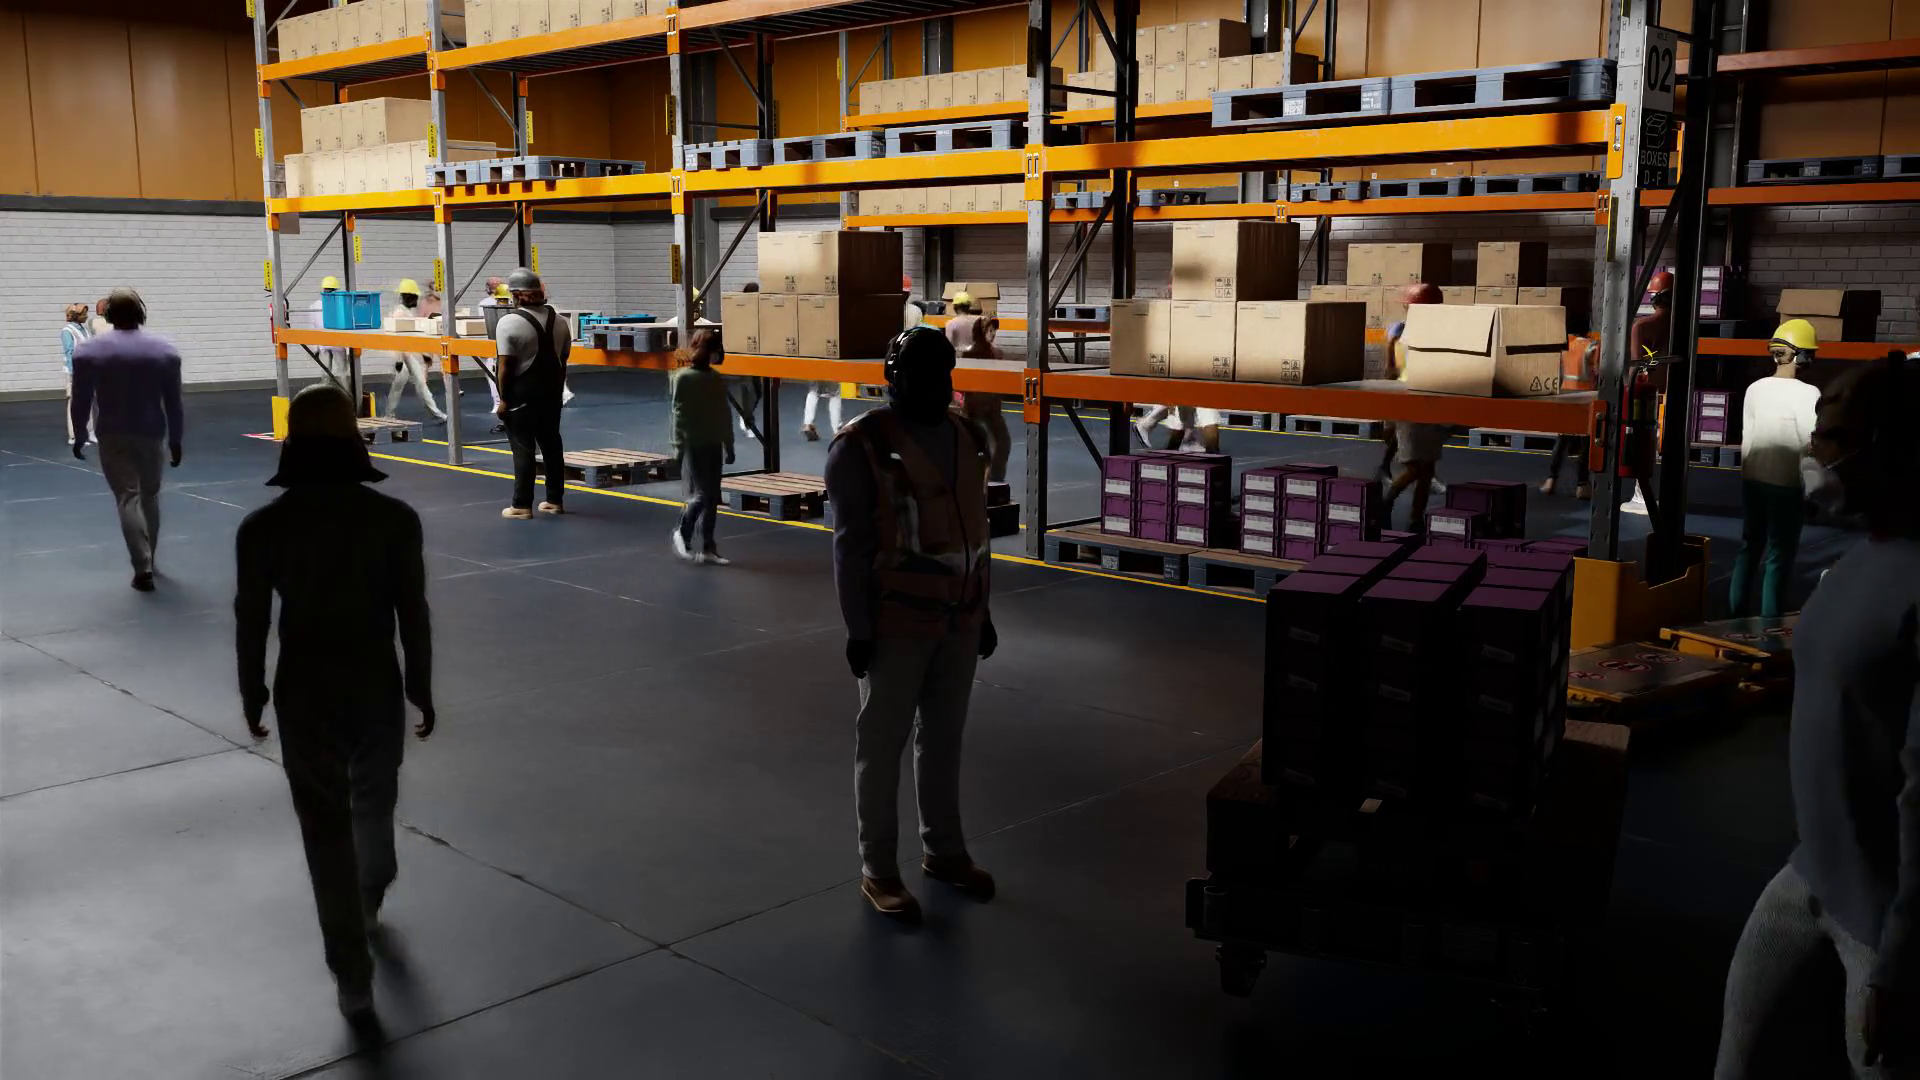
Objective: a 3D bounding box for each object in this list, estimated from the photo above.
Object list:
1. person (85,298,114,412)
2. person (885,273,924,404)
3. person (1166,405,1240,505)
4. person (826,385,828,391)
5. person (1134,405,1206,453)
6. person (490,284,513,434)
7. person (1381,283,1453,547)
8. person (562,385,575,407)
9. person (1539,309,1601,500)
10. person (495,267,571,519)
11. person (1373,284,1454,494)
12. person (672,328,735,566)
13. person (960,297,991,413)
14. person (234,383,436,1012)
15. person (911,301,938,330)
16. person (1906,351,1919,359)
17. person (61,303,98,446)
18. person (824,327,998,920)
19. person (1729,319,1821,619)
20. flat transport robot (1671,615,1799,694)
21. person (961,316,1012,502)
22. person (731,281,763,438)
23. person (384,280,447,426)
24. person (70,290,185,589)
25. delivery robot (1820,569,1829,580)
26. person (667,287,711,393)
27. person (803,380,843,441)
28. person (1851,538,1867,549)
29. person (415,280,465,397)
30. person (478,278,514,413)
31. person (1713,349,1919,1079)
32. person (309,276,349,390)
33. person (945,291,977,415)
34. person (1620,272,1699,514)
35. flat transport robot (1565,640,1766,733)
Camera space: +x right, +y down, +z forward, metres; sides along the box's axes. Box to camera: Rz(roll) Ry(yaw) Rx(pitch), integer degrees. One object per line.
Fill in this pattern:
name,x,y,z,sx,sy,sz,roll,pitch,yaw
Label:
person,-11.067,-2.315,21.636,0.521,1.638,0.311,-2,9,-12
person,-0.658,-1.977,18.538,0.607,1.970,0.438,-6,11,-33
person,2.036,-1.267,14.059,0.643,2.006,0.959,-5,11,-28
person,-2.069,-3.269,27.500,0.499,1.634,0.285,8,12,40
person,2.356,-1.908,18.410,0.844,1.882,0.639,3,10,19
person,-5.533,-2.200,20.336,0.591,1.833,0.403,6,11,33
person,3.301,-0.884,12.007,0.544,1.925,0.448,-5,11,-29
person,-6.075,-2.812,24.058,0.932,1.851,0.586,1,9,4
person,5.425,-1.186,14.632,0.361,1.673,0.610,-5,10,-27
person,-3.531,-1.197,13.554,0.538,2.000,0.684,7,11,35
person,4.135,-1.376,15.132,0.563,1.886,0.986,-6,11,-34
person,-1.723,-0.622,11.283,0.355,1.619,0.528,6,11,33
person,0.197,-2.579,23.292,0.499,1.627,0.270,-5,10,-26
person,-1.782,0.404,4.751,0.506,1.690,0.911,-4,10,-24
person,-0.499,-1.982,19.556,0.544,1.632,0.922,-3,10,-20
person,5.181,-0.385,8.884,0.636,1.939,0.845,-4,10,-21
person,-10.124,-1.901,19.121,0.315,1.636,0.534,0,9,0
person,-0.119,0.252,5.282,0.625,1.844,0.429,-9,13,-42
person,4.374,-0.290,8.872,0.344,1.761,0.532,-2,9,-13
flat transport robot,4.166,0.542,8.299,1.431,0.197,0.652,-4,10,-24
person,0.236,-1.111,14.292,0.535,1.615,0.556,-9,13,-43
person,-2.552,-2.206,20.258,0.598,1.886,0.839,-4,10,-21
person,-6.958,-2.369,21.237,0.986,1.870,0.614,-1,9,-8
person,-5.357,-0.659,10.732,0.647,1.885,1.018,-6,11,-35
delivery robot,4.961,0.241,8.991,0.707,0.478,0.477,-7,12,-38
person,-2.795,-1.718,17.384,0.403,1.833,0.590,9,13,44
person,-1.637,-2.109,19.545,0.642,1.915,0.635,2,10,14
person,2.106,0.582,3.388,0.687,1.807,0.386,3,10,20
person,-8.224,-3.142,26.094,1.050,1.843,0.657,8,12,40
person,-6.497,-2.717,23.385,0.489,1.920,0.667,6,11,34
person,1.646,0.634,2.818,0.903,1.906,0.638,1,9,5
person,-8.792,-2.735,23.333,0.592,1.925,0.378,1,9,5
person,0.067,-2.166,20.399,0.530,1.755,0.504,-6,11,-32
person,5.770,-1.203,13.727,0.615,1.994,0.381,-2,10,-14
flat transport robot,2.945,0.673,7.498,1.431,0.197,0.652,-7,11,-35
